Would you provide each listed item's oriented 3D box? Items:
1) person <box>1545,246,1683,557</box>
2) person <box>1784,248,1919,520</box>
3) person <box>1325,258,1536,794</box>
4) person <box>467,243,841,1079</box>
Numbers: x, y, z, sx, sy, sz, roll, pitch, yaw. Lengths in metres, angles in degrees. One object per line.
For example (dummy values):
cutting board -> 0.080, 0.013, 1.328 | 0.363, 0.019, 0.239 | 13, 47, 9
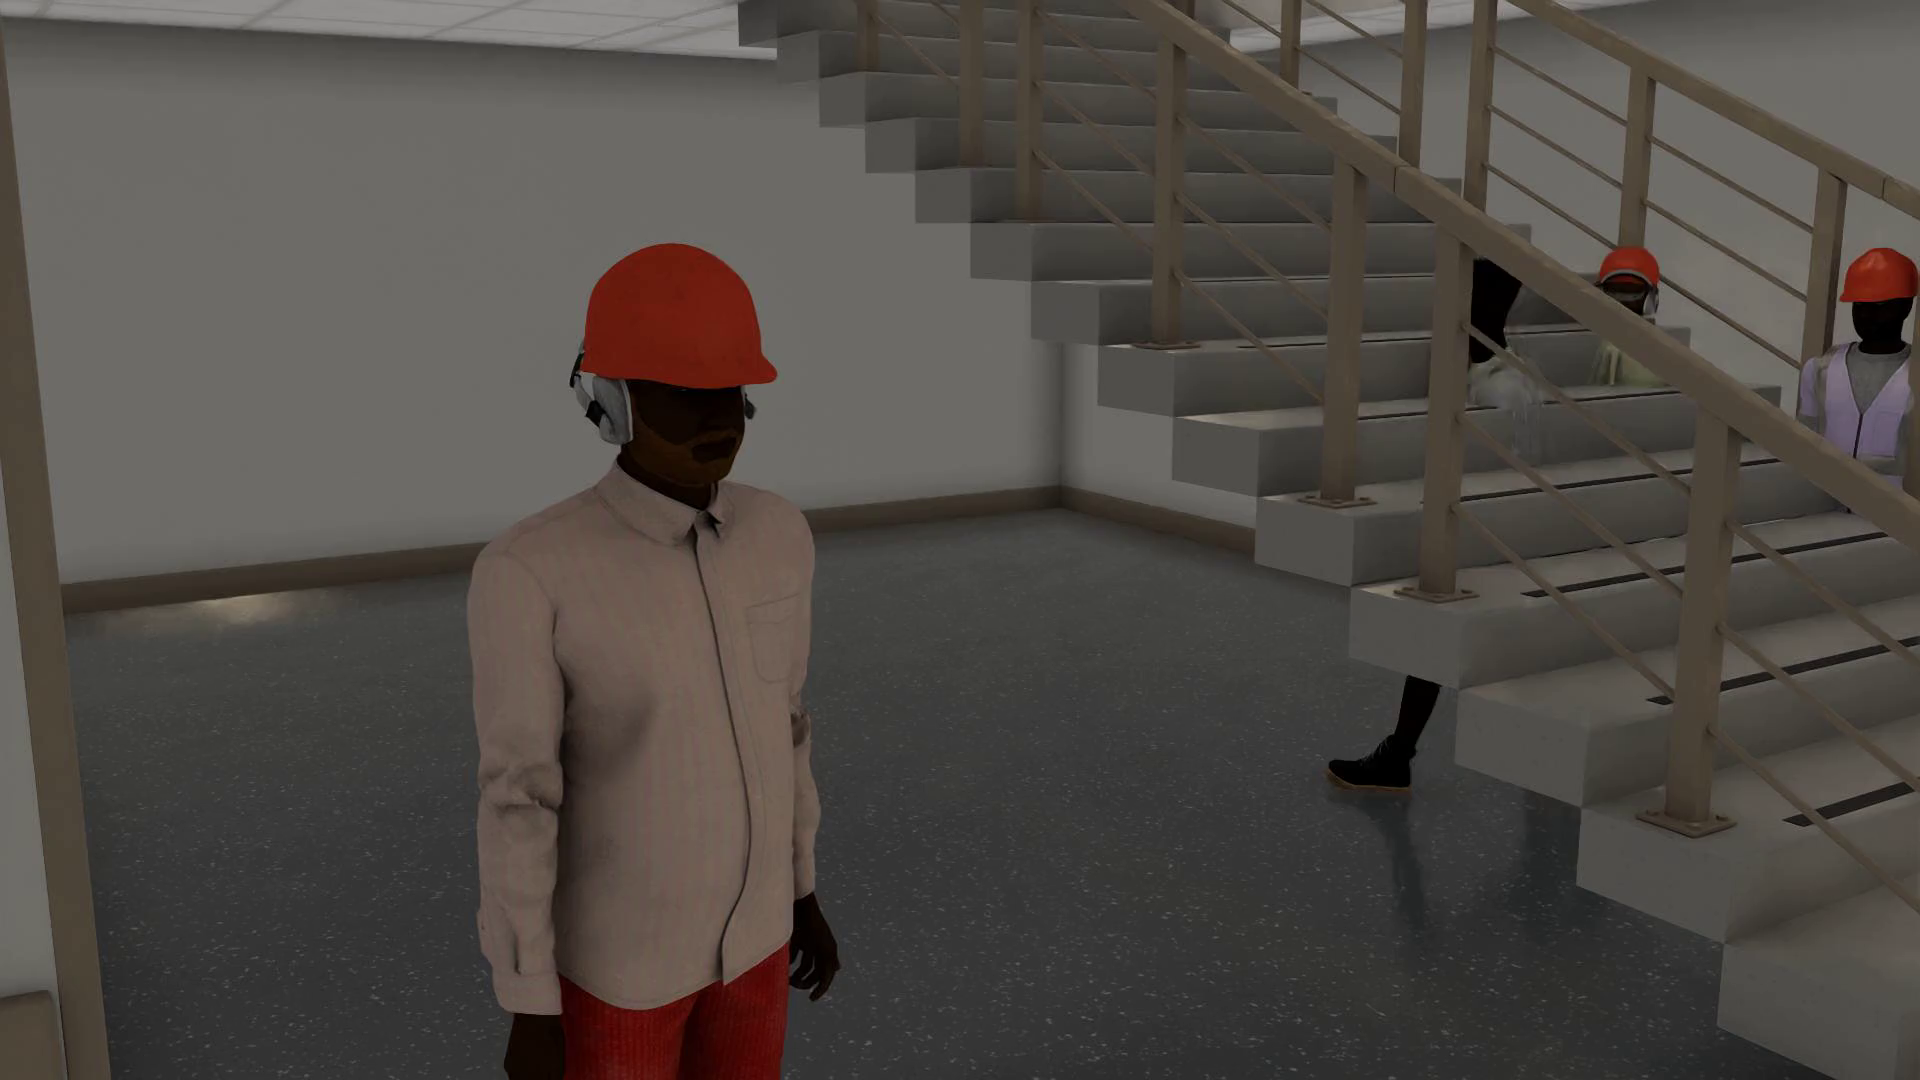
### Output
person -> 2.479, -0.160, 6.441 | 0.651, 1.947, 0.984 | 5, 12, 24
person -> 3.202, -0.058, 5.922 | 0.360, 1.937, 0.550 | -10, 15, -43
person -> 1.856, -0.034, 5.851 | 0.953, 1.923, 0.601 | 3, 11, 15
person -> -0.406, 0.576, 2.437 | 0.396, 1.992, 0.623 | 8, 14, 38
